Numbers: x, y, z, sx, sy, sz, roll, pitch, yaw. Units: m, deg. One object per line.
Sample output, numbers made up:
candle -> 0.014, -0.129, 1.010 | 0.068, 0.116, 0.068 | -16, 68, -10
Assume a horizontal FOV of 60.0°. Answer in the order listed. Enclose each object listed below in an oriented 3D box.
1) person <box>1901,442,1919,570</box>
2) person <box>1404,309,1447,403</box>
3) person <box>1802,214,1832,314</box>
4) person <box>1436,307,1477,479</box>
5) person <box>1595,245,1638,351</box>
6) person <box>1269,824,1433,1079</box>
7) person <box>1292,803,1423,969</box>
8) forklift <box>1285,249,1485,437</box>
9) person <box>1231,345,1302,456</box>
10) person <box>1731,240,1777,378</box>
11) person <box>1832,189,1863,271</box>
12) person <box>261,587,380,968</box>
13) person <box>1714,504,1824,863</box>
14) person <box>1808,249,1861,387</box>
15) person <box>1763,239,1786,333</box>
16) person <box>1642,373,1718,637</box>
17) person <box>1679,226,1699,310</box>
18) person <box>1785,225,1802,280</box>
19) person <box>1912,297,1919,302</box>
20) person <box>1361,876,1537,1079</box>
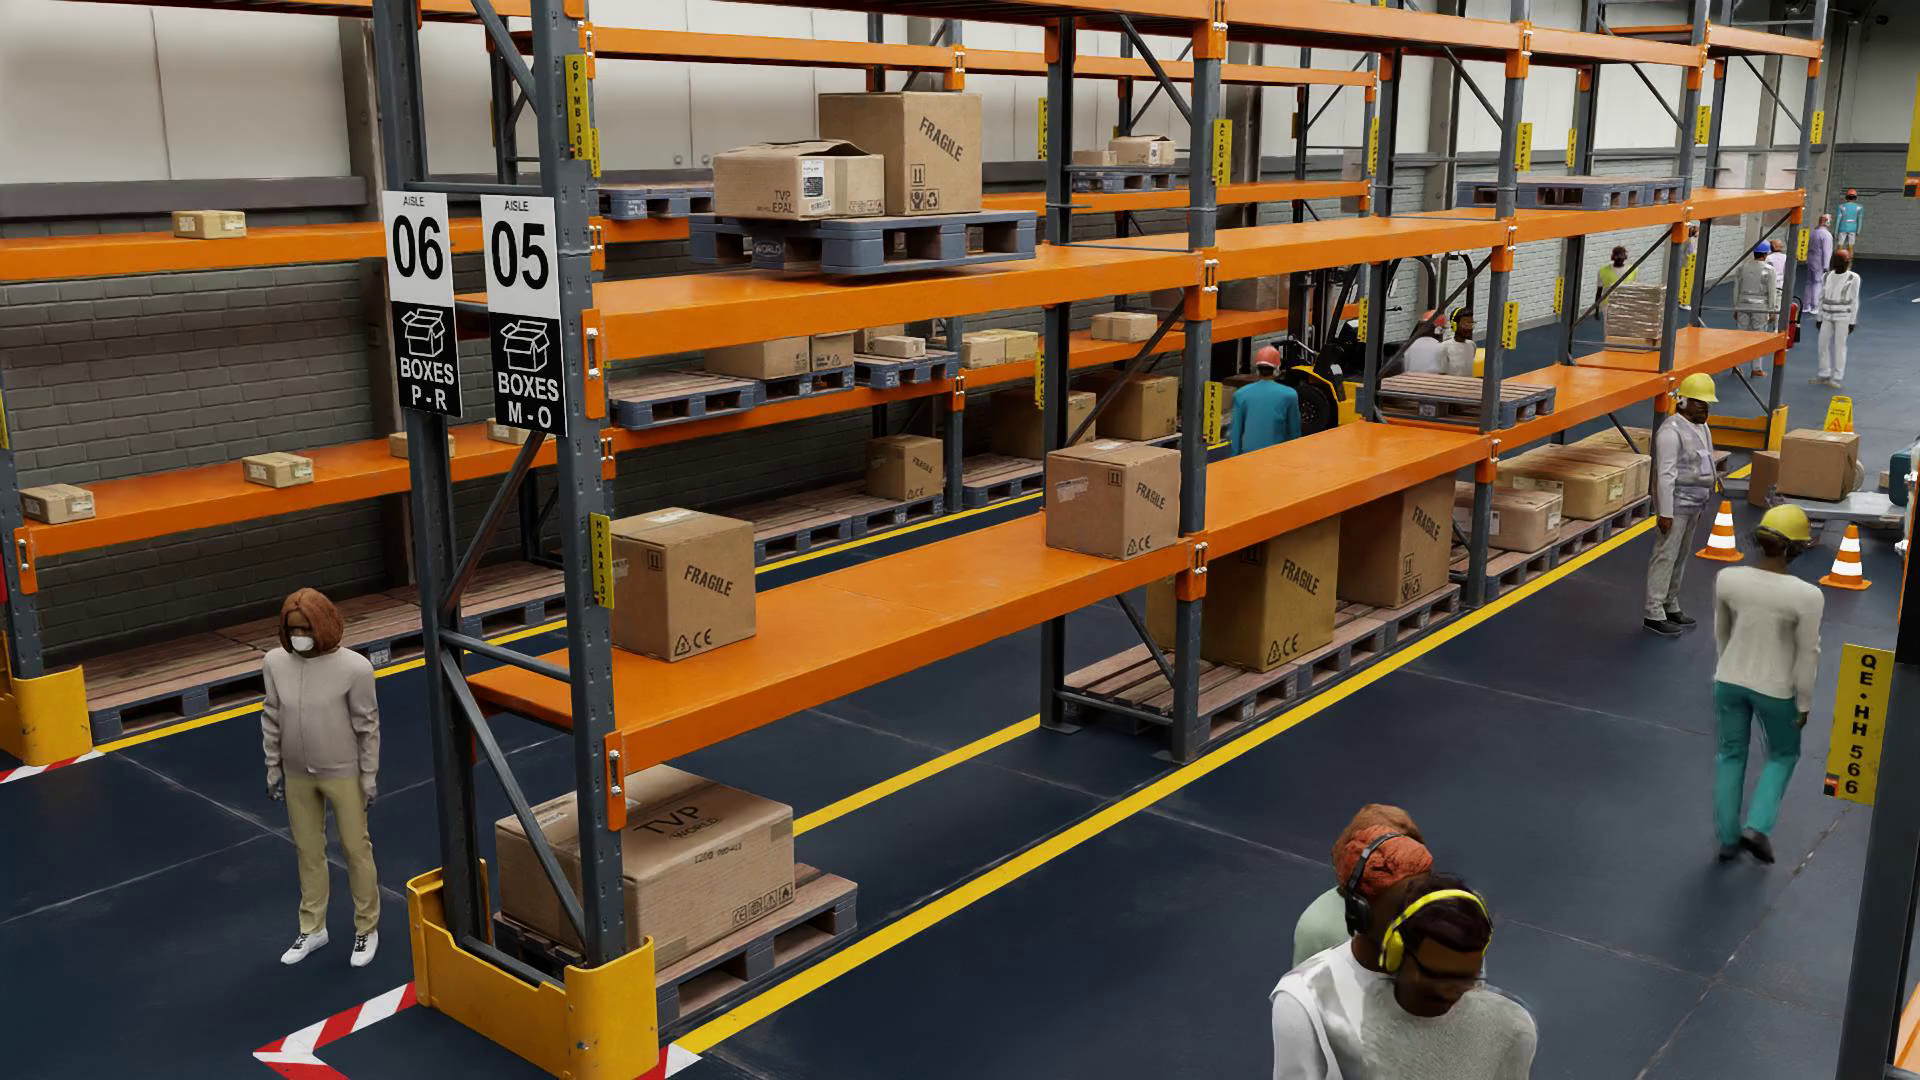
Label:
person -> 6.084, 0.011, 10.128 | 0.622, 2.006, 1.009 | 8, 16, 29
person -> 4.621, -1.412, 16.442 | 0.384, 1.726, 0.580 | -10, 17, -35
person -> 16.469, -5.281, 31.875 | 0.400, 1.900, 0.648 | 0, 14, 0
person -> 4.597, -1.224, 15.404 | 0.514, 1.872, 0.328 | -10, 17, -35
person -> 9.643, -3.431, 24.491 | 0.579, 1.822, 0.717 | 2, 14, 10
person -> 0.965, 1.577, 3.976 | 0.573, 1.883, 0.355 | -10, 17, -35
person -> 1.148, 1.510, 4.787 | 0.500, 1.623, 0.306 | -7, 15, -27
forklift -> 4.886, -2.214, 18.767 | 2.313, 2.155, 1.214 | 11, 18, 38
person -> 2.518, -0.750, 13.787 | 0.561, 1.719, 0.835 | 10, 17, 34
person -> 11.259, -3.273, 23.585 | 0.390, 1.948, 0.607 | -11, 18, -38
person -> 22.145, -7.730, 41.536 | 0.616, 2.041, 0.378 | 3, 14, 11
person -> -2.645, 0.983, 6.906 | 0.498, 1.633, 0.280 | 2, 14, 7
person -> 3.798, 0.688, 7.883 | 0.368, 1.750, 0.525 | -12, 18, -39
person -> 11.984, -3.032, 22.754 | 0.371, 1.874, 0.601 | -7, 15, -25
person -> 13.952, -4.340, 28.570 | 0.511, 1.639, 0.308 | -3, 14, -13
person -> 5.008, -0.252, 11.531 | 0.404, 1.827, 0.599 | 13, 19, 42
person -> 14.324, -5.341, 32.644 | 0.308, 1.640, 0.513 | 4, 14, 16
person -> 19.674, -7.067, 39.277 | 0.341, 1.839, 0.501 | 3, 14, 13
person -> 19.731, -5.690, 33.860 | 0.313, 1.738, 0.483 | 1, 14, 3
person -> 1.023, 1.621, 3.859 | 0.603, 1.844, 0.460 | 4, 14, 16
